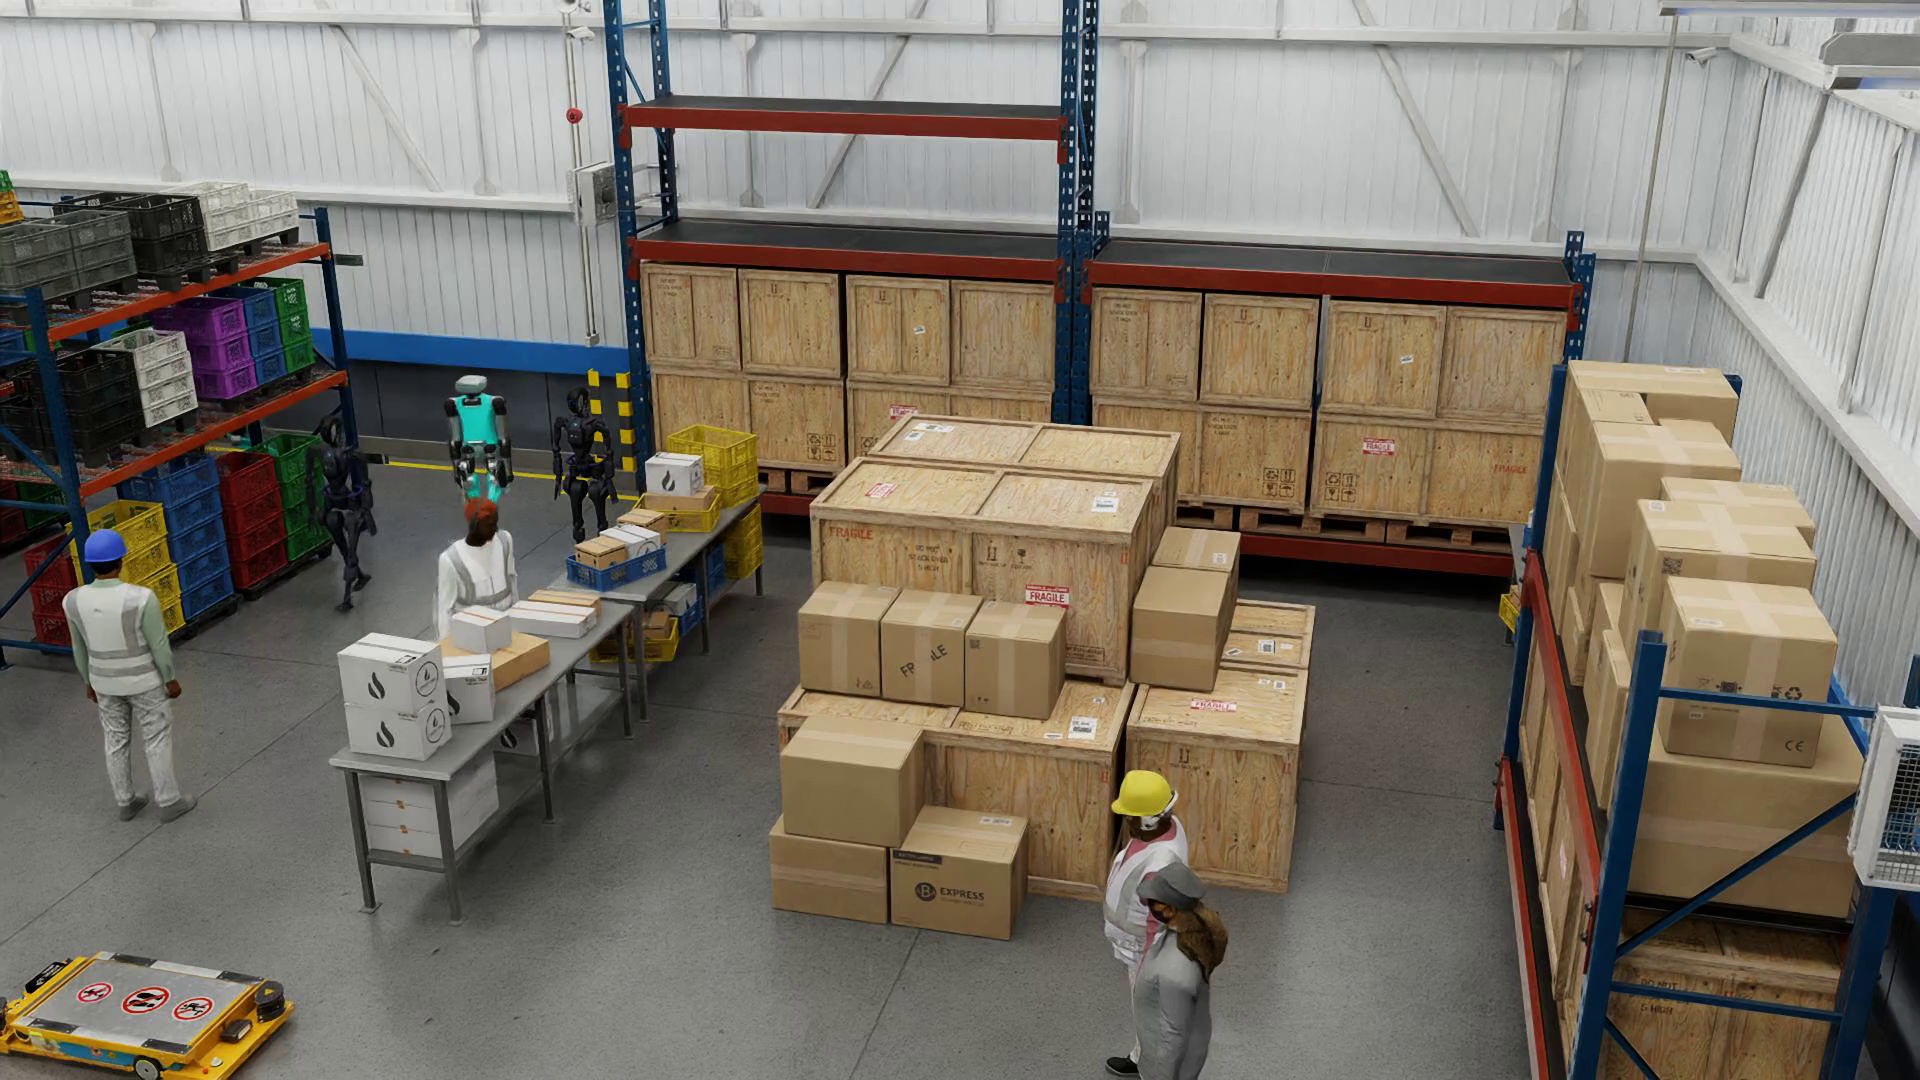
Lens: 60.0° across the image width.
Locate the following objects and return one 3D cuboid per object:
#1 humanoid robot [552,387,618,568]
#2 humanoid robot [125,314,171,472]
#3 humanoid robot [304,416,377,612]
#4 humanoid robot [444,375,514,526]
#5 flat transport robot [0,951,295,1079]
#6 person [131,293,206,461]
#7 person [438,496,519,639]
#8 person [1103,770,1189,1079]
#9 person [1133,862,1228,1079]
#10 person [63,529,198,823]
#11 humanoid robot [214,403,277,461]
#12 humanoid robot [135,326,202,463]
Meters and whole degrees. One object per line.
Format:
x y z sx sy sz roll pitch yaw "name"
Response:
-3.243 -0.528 14.439 0.599 1.653 0.315 5 22 13 "humanoid robot"
-8.315 -1.525 17.114 0.679 1.651 0.603 12 24 28 "humanoid robot"
-5.149 -0.252 13.797 0.611 1.620 0.788 2 21 5 "humanoid robot"
-4.145 -0.473 14.266 0.563 1.785 0.866 1 21 2 "humanoid robot"
-4.270 2.464 8.601 1.431 0.231 0.659 5 22 13 "flat transport robot"
-7.789 -1.478 16.502 0.636 1.988 0.653 -19 28 -41 "person"
-3.184 0.618 11.192 0.642 1.860 0.681 19 28 40 "person"
0.876 1.903 7.890 0.403 1.822 0.588 2 21 5 "person"
0.931 2.187 7.219 0.399 1.769 0.572 5 21 13 "person"
-5.222 0.865 10.455 0.606 1.941 0.421 2 21 5 "person"
-6.806 -1.089 15.934 0.666 1.877 0.545 -14 25 -31 "humanoid robot"
-7.746 -1.270 16.371 0.529 1.823 0.696 -10 23 -25 "humanoid robot"
